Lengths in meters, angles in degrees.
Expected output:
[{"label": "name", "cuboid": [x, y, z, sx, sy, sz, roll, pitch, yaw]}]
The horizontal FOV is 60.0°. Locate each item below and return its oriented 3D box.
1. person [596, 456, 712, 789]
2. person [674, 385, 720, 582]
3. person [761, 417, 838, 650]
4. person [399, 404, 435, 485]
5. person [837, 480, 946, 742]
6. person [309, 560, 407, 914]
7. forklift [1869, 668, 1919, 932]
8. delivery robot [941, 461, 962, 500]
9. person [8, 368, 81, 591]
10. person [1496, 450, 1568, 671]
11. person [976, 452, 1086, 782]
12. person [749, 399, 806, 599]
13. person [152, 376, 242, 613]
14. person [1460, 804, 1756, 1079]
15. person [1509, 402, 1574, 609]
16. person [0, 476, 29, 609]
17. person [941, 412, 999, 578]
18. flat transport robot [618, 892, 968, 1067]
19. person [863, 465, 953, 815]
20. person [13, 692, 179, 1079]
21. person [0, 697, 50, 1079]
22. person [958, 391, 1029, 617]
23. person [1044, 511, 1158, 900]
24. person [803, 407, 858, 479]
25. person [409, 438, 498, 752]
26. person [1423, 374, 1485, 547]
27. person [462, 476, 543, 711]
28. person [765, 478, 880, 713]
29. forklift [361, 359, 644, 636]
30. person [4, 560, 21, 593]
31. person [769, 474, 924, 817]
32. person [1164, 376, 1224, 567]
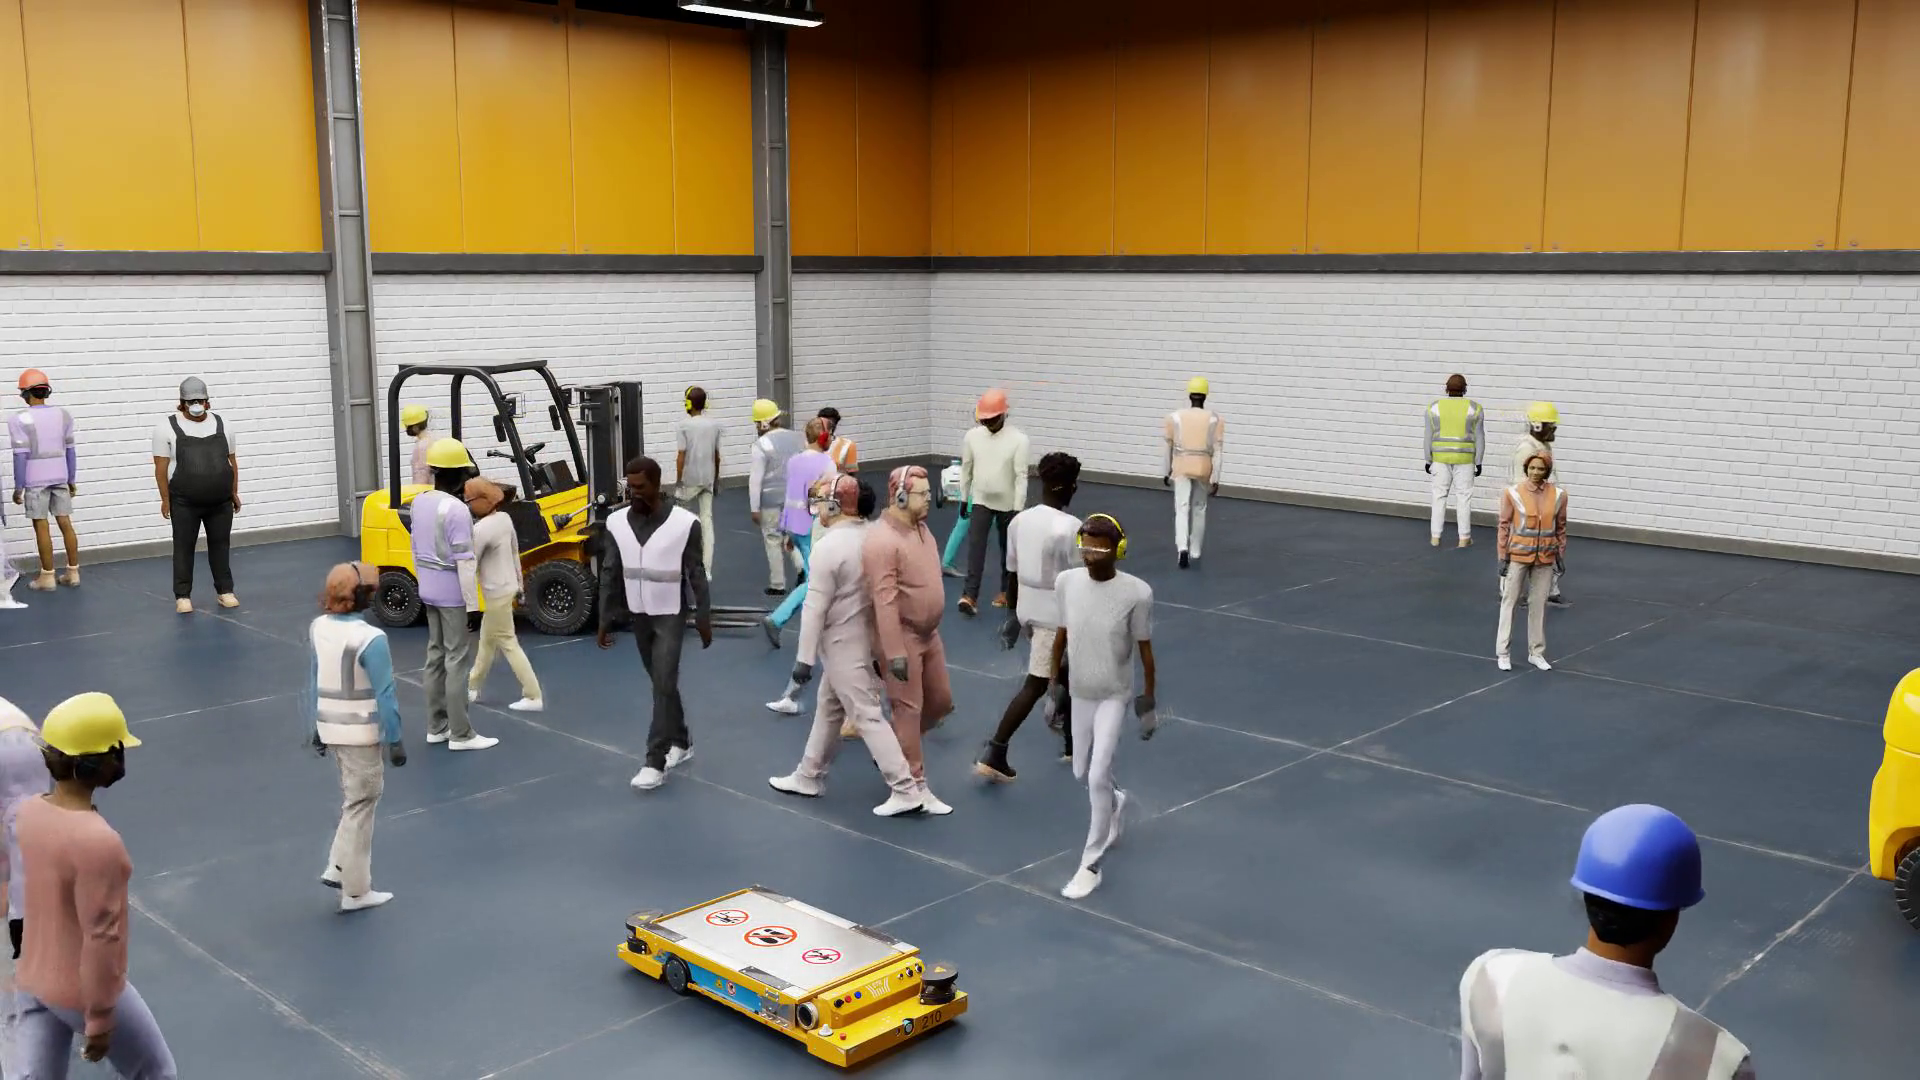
[{"label": "person", "cuboid": [-1.800, 0.464, 9.555, 0.607, 1.874, 0.935, 4, 10, 21]}, {"label": "person", "cuboid": [-2.503, -0.527, 15.703, 0.563, 1.853, 0.451, -8, 12, -41]}, {"label": "person", "cuboid": [-1.227, -0.037, 12.862, 0.781, 1.809, 0.600, -7, 12, -37]}, {"label": "person", "cuboid": [-4.786, -0.387, 15.217, 0.653, 1.729, 0.541, -3, 10, -19]}, {"label": "person", "cuboid": [-0.452, 0.442, 10.334, 0.724, 1.663, 0.548, -2, 10, -14]}, {"label": "person", "cuboid": [-2.754, 0.901, 7.638, 0.531, 1.625, 0.373, 8, 12, 39]}, {"label": "forklift", "cuboid": [5.205, 0.723, 7.013, 2.313, 2.155, 1.214, 9, 13, 43]}, {"label": "delivery robot", "cuboid": [-0.058, -0.747, 20.748, 0.477, 0.478, 0.707, 0, 9, -2]}, {"label": "person", "cuboid": [-8.434, -0.552, 15.291, 0.395, 2.042, 0.611, 5, 10, 27]}, {"label": "person", "cuboid": [4.198, 0.151, 12.226, 0.514, 1.636, 0.315, 0, 9, -3]}, {"label": "person", "cuboid": [0.471, 0.436, 9.666, 1.011, 1.920, 0.585, -5, 11, -29]}, {"label": "person", "cuboid": [-1.613, -0.355, 14.791, 0.480, 1.809, 0.611, 8, 12, 40]}, {"label": "person", "cuboid": [-6.540, -0.398, 14.355, 0.688, 2.000, 0.535, -8, 12, -40]}, {"label": "person", "cuboid": [1.311, 1.455, 3.398, 0.628, 1.910, 0.893, 9, 13, 43]}, {"label": "person", "cuboid": [5.043, -0.279, 14.312, 0.691, 1.808, 0.627, 7, 11, 36]}, {"label": "person", "cuboid": [-8.469, -0.190, 14.384, 0.584, 1.615, 0.511, -2, 10, -14]}, {"label": "person", "cuboid": [0.248, -0.465, 15.796, 0.984, 1.704, 0.519, 2, 9, 13]}, {"label": "flat transport robot", "cuboid": [-0.708, 1.722, 6.767, 1.431, 0.197, 0.652, 9, 13, 43]}, {"label": "person", "cuboid": [-0.256, 0.538, 9.050, 0.508, 1.898, 0.669, 4, 10, 24]}, {"label": "person", "cuboid": [-2.543, 1.294, 4.963, 0.528, 1.720, 0.882, 6, 11, 32]}, {"label": "person", "cuboid": [-3.238, 1.163, 5.391, 0.635, 1.842, 0.429, 4, 10, 21]}, {"label": "person", "cuboid": [0.261, -0.312, 14.208, 0.659, 1.910, 1.062, 3, 10, 18]}, {"label": "person", "cuboid": [0.705, 0.742, 8.025, 0.558, 1.836, 0.801, 6, 11, 31]}, {"label": "person", "cuboid": [-1.228, -0.410, 15.541, 0.547, 1.685, 0.393, 1, 9, 4]}, {"label": "person", "cuboid": [-3.122, 0.334, 10.207, 0.594, 1.925, 0.368, 9, 13, 42]}, {"label": "person", "cuboid": [5.253, -0.844, 17.688, 0.630, 1.846, 0.429, 4, 10, 23]}, {"label": "person", "cuboid": [-3.146, 0.365, 11.042, 0.761, 1.591, 0.516, 1, 9, 4]}, {"label": "person", "cuboid": [-0.870, 0.382, 10.991, 0.832, 1.601, 0.511, -6, 11, -34]}, {"label": "forklift", "cuboid": [-3.850, -0.407, 13.936, 2.313, 2.155, 1.214, 2, 9, 11]}, {"label": "person", "cuboid": [-8.802, -0.350, 14.605, 0.643, 1.876, 0.885, 4, 10, 22]}, {"label": "person", "cuboid": [-0.611, 0.565, 9.023, 1.001, 1.862, 0.646, 4, 10, 21]}, {"label": "person", "cuboid": [2.333, -0.687, 16.598, 0.588, 1.892, 0.926, 1, 9, 5]}]
